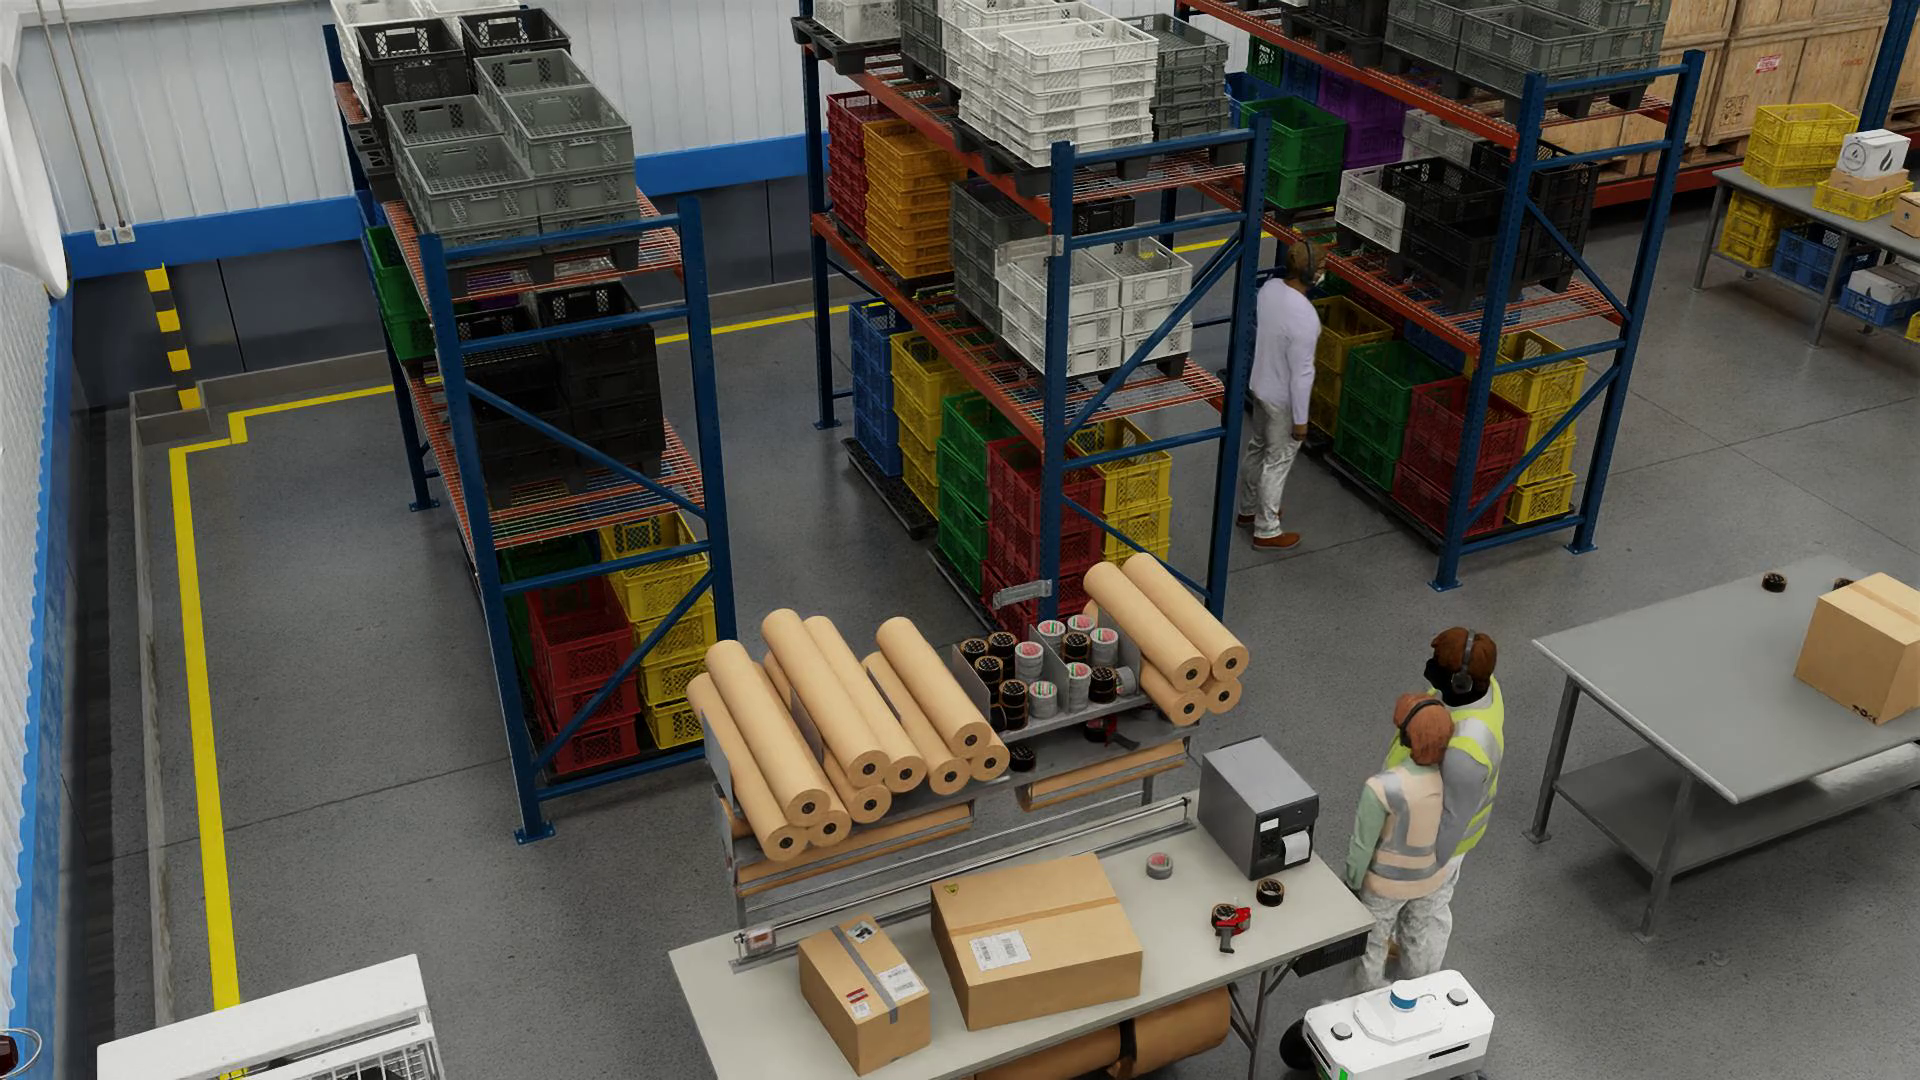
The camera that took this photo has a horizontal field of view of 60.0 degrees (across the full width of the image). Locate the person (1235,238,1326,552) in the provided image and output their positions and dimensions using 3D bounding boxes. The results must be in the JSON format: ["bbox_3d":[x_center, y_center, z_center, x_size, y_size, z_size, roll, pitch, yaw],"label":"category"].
[{"bbox_3d":[1.881,-0.843,9.741,0.369,1.932,0.633,-7,32,-11],"label":"person"}]

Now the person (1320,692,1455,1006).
[{"bbox_3d":[1.732,1.309,6.530,0.525,1.631,0.317,-13,34,-21],"label":"person"}]

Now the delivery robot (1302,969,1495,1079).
[{"bbox_3d":[1.701,1.919,6.472,0.707,0.478,0.477,-11,33,-17],"label":"delivery robot"}]

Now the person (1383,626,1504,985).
[{"bbox_3d":[1.876,1.123,6.633,0.429,1.844,0.627,8,32,13],"label":"person"}]
